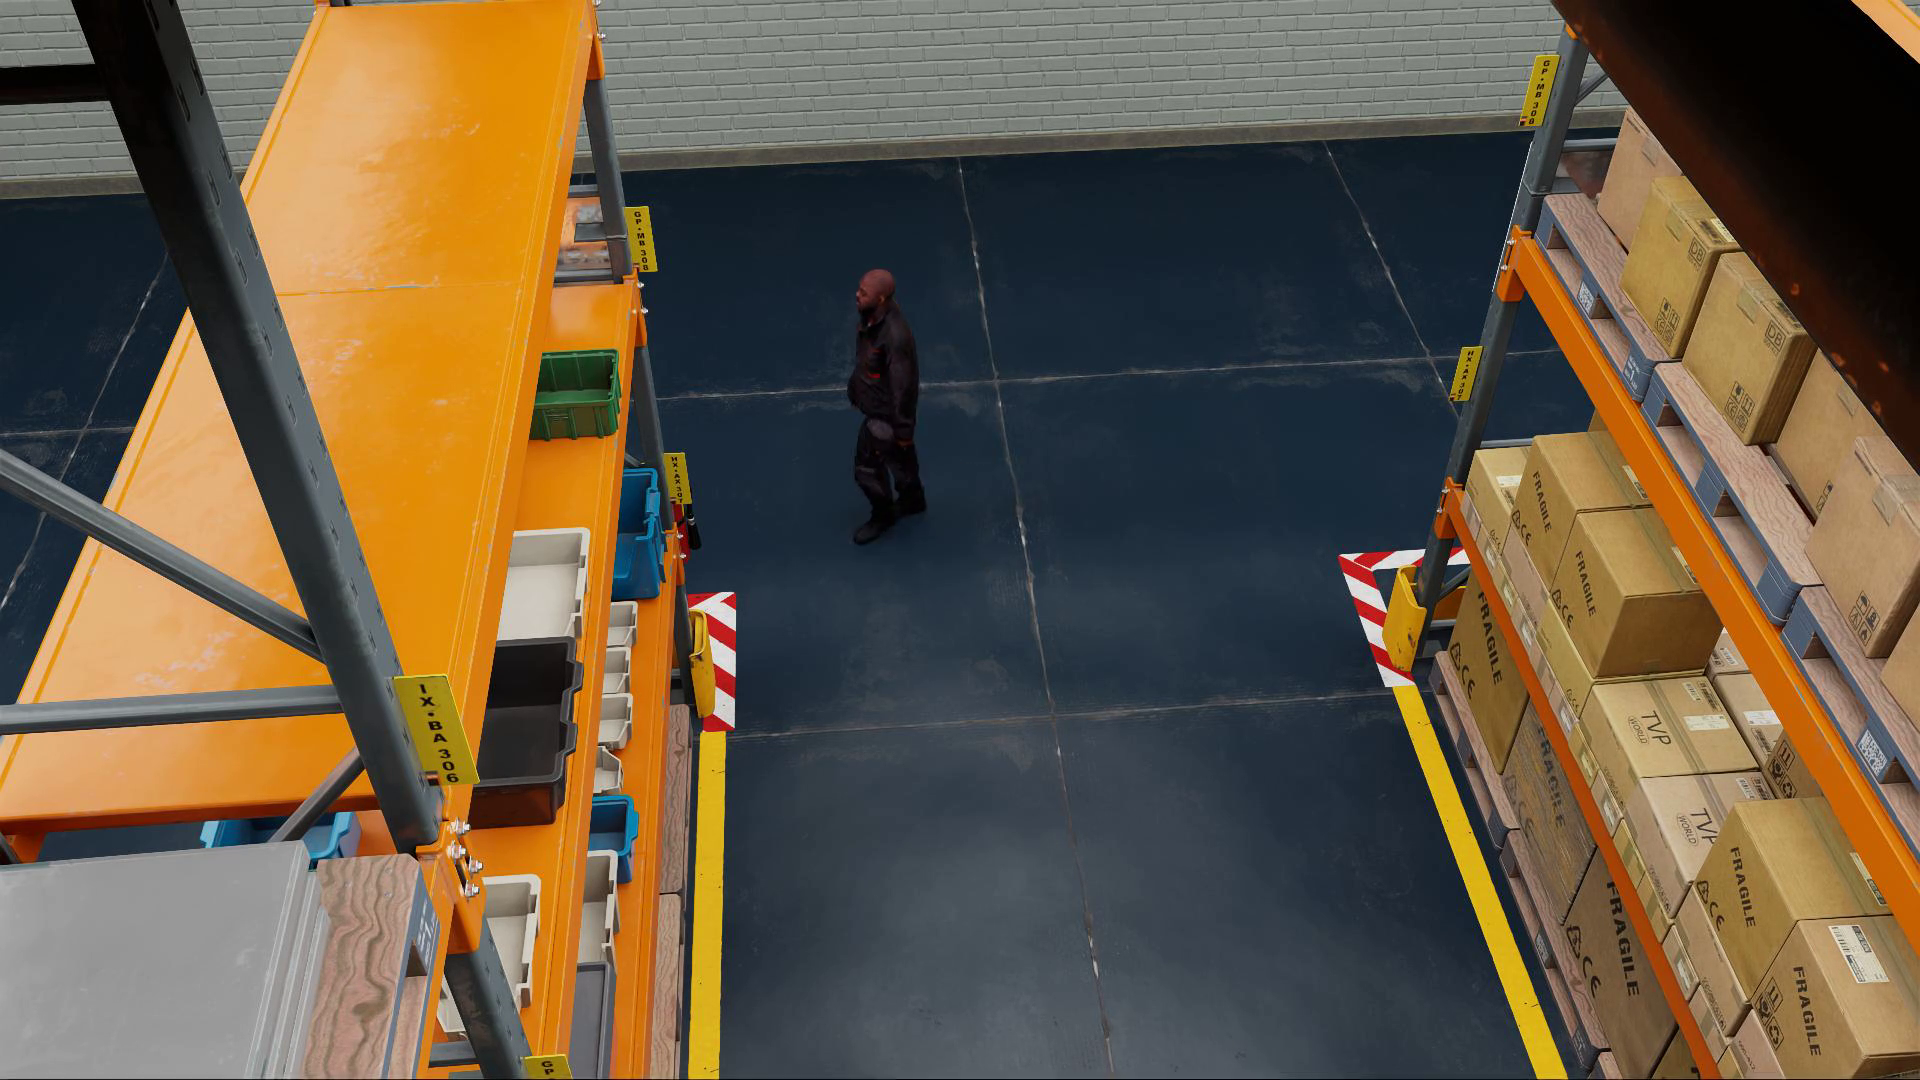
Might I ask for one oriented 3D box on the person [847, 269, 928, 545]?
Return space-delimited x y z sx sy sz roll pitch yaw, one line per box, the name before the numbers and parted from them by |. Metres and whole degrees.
person | -0.323 -0.806 9.641 0.873 1.808 0.782 -13 45 -14
